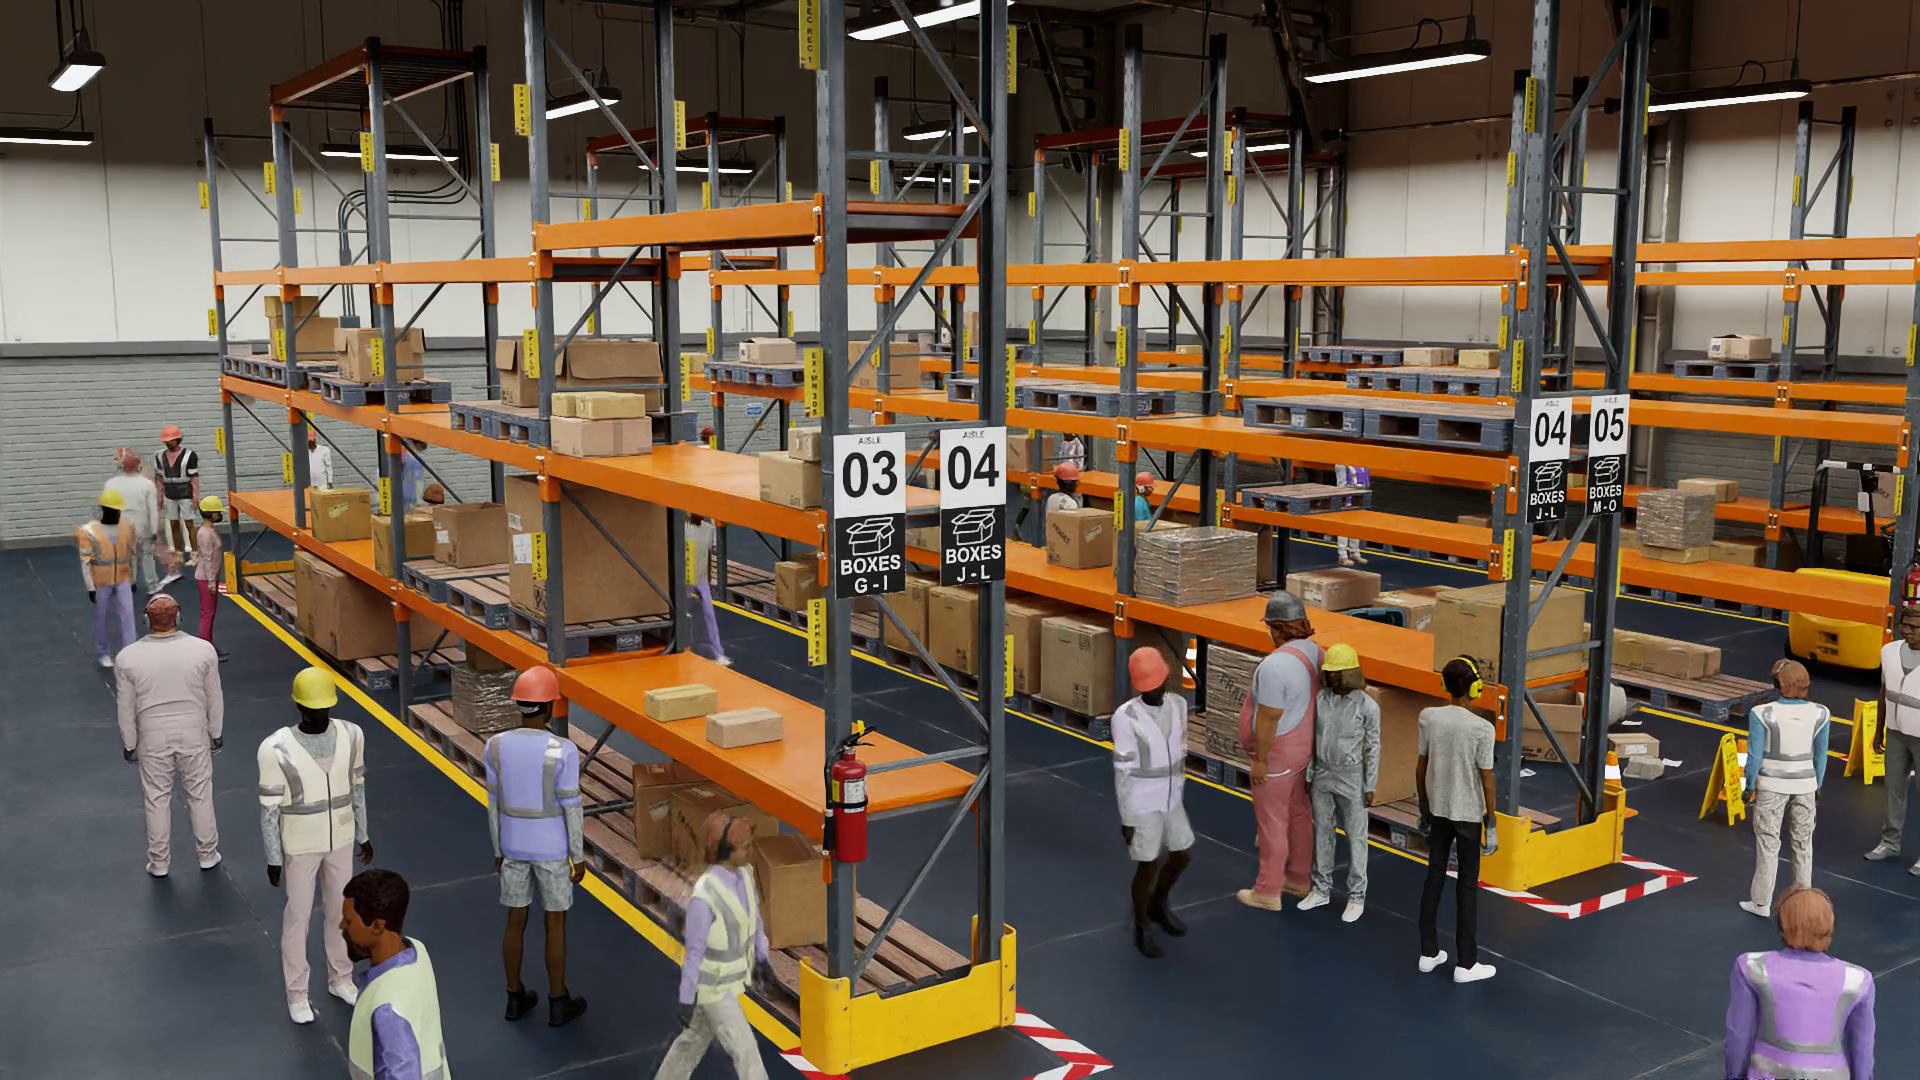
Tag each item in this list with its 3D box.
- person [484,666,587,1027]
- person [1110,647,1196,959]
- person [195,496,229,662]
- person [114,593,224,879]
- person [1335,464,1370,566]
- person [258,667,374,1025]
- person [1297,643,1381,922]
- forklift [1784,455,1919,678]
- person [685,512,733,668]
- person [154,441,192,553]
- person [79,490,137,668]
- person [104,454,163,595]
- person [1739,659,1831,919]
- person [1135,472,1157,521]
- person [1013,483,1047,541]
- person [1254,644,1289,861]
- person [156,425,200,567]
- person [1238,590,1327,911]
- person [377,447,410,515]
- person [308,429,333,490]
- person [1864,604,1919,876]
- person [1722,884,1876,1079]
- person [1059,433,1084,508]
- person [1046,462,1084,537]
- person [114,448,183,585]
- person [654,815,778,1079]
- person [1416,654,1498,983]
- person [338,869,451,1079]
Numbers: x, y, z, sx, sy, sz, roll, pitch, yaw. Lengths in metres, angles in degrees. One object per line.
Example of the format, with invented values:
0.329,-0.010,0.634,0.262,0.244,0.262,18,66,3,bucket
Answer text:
-2.247,1.628,8.901,0.546,1.928,0.384,2,9,14,person
1.120,1.519,9.753,0.640,1.889,0.518,-6,10,-35,person
-7.899,0.409,17.592,0.351,1.759,0.523,-3,9,-20,person
-5.271,1.301,11.134,0.642,1.913,0.409,-5,10,-28,person
5.625,-0.559,23.743,0.627,1.844,0.429,-7,11,-39,person
-3.445,1.620,8.963,0.385,1.922,0.594,8,11,41,person
2.360,1.499,10.366,0.494,1.743,0.309,8,11,41,person
9.643,0.253,17.172,2.313,2.155,1.214,-6,10,-33,forklift
-2.764,0.424,17.300,0.534,1.816,0.997,-7,11,-38,person
-11.742,-0.739,24.847,0.520,1.873,0.335,-2,9,-12,person
-8.685,0.425,17.069,0.943,1.869,0.609,8,11,41,person
-10.440,-0.153,21.005,0.650,1.860,0.996,-2,9,-10,person
5.132,1.553,10.353,0.512,1.641,0.307,0,9,-2,person
2.189,0.049,19.983,0.342,1.751,0.563,1,9,9,person
1.089,-0.778,25.761,0.537,1.679,0.649,5,10,28,person
2.218,1.366,11.443,0.319,1.687,0.538,-3,9,-19,person
-11.062,-0.617,23.513,0.612,2.033,0.411,1,9,6,person
2.050,1.313,10.621,0.536,2.000,0.687,8,12,42,person
-7.915,-0.465,23.505,0.589,1.720,0.435,-5,10,-31,person
-10.334,-0.935,26.598,0.574,1.738,0.352,-3,9,-20,person
6.450,1.327,11.221,0.392,1.836,0.561,-4,9,-23,person
3.235,2.152,6.457,0.540,1.630,0.334,3,9,21,person
1.813,-1.044,27.051,0.404,1.824,0.591,-5,10,-29,person
1.171,0.161,18.279,0.373,2.042,0.614,-4,9,-23,person
-10.869,-0.304,22.045,0.994,1.858,0.644,-3,9,-22,person
-1.083,2.002,7.538,0.930,1.582,0.521,2,9,13,person
2.830,1.570,9.459,0.328,1.876,0.514,-8,12,-42,person
-1.973,2.085,5.884,0.375,1.917,0.598,-2,9,-16,person
